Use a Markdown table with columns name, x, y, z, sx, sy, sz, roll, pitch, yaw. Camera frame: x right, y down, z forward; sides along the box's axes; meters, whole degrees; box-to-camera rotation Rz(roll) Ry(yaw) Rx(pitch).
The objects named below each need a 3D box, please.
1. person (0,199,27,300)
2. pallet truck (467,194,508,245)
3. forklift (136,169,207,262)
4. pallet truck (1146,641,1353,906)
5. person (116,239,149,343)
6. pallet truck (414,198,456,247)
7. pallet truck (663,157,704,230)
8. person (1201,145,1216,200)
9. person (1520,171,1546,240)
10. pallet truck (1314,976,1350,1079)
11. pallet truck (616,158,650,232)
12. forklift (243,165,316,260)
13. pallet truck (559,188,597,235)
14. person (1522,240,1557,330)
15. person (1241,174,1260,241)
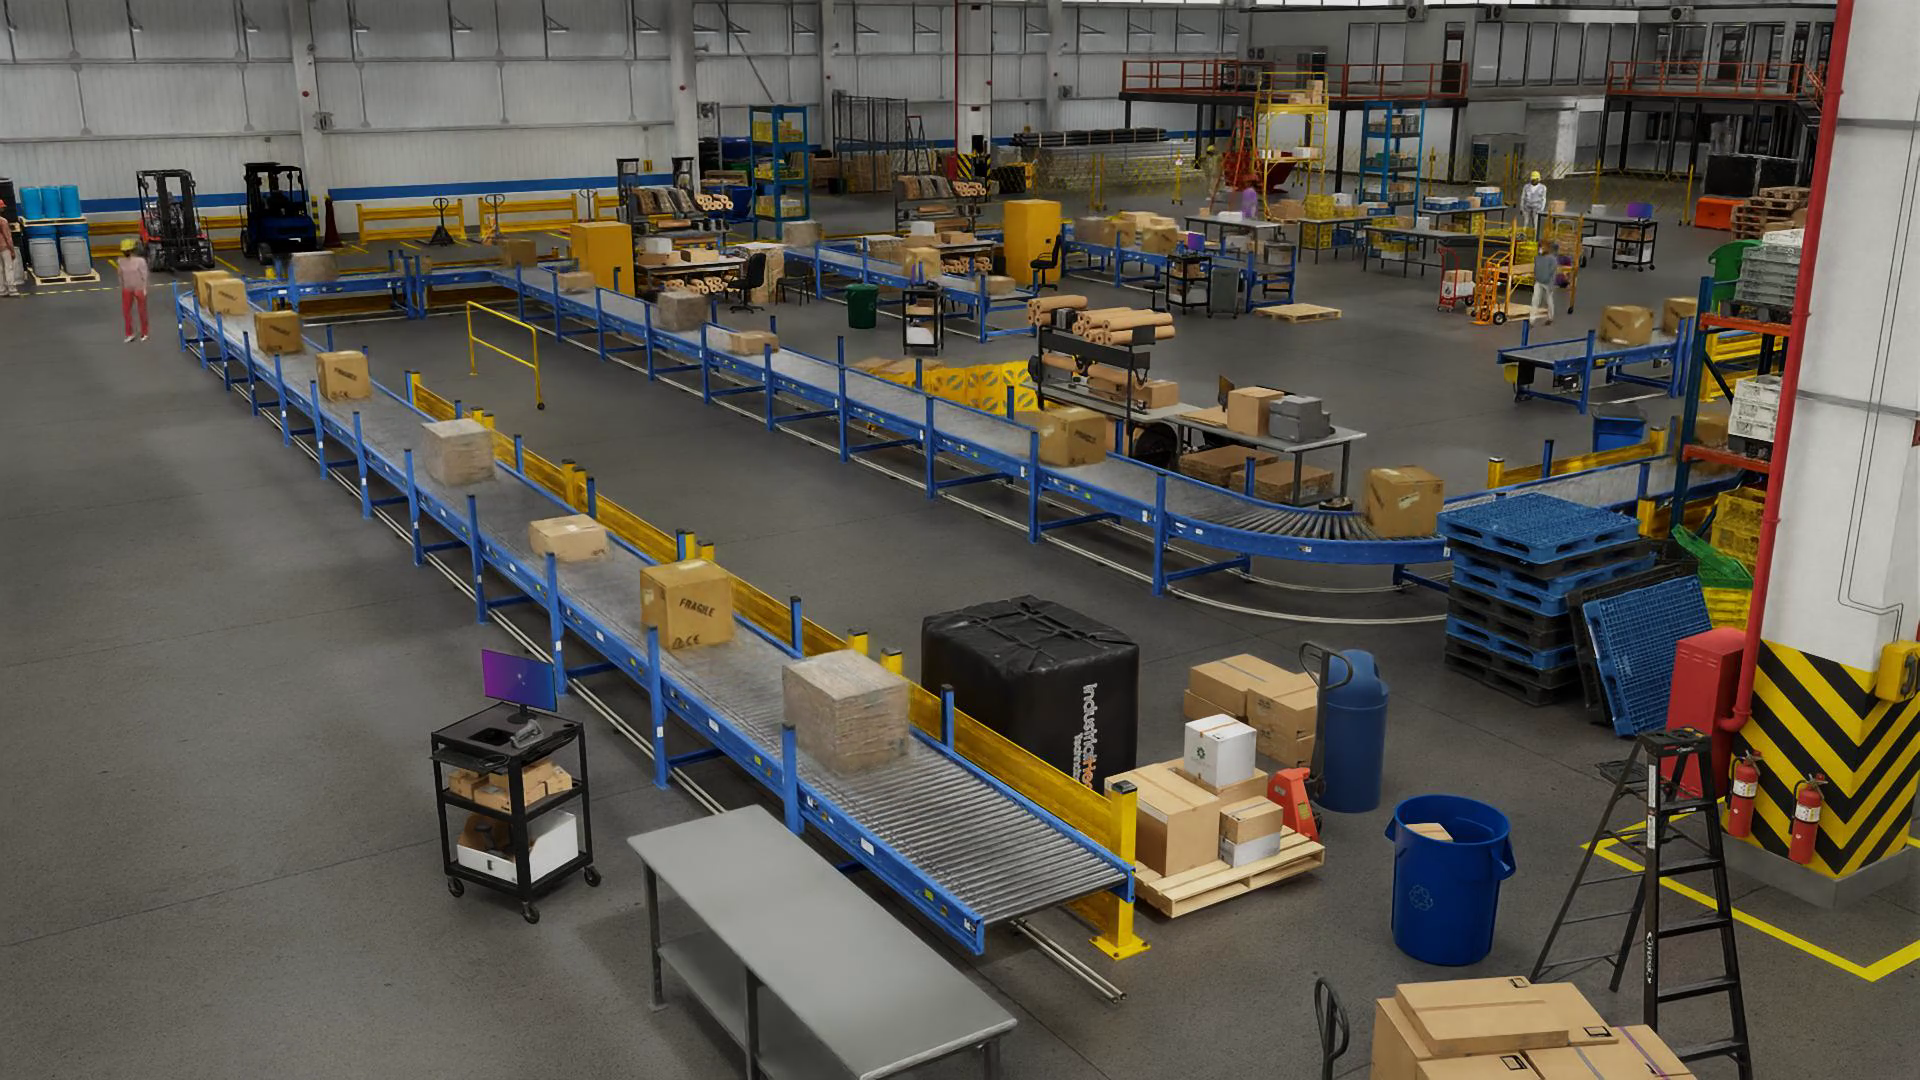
| name | x | y | z | sx | sy | sz | roll | pitch | yaw |
| --- | --- | --- | --- | --- | --- | --- | --- | --- | --- |
| person | -18.875 | -5.737 | 32.814 | 0.613 | 1.994 | 0.381 | 7 | 18 | 23 |
| pallet truck | -11.983 | -8.177 | 42.137 | 0.704 | 1.261 | 1.522 | -11 | 20 | -33 |
| forklift | -17.842 | -7.318 | 37.559 | 1.157 | 1.987 | 2.680 | -10 | 20 | -31 |
| pallet truck | 1.664 | 1.407 | 10.232 | 1.630 | 1.274 | 0.653 | -10 | 20 | -31 |
| person | -14.012 | -4.209 | 28.160 | 0.527 | 1.742 | 0.689 | -1 | 17 | -4 |
| pallet truck | -13.250 | -8.060 | 41.856 | 0.680 | 1.201 | 1.601 | -10 | 20 | -31 |
| pallet truck | -7.586 | -9.308 | 44.692 | 0.823 | 1.965 | 1.885 | -11 | 20 | -33 |
| person | 7.980 | -11.794 | 53.418 | 0.360 | 1.730 | 0.499 | -11 | 20 | -33 |
| person | 14.301 | -8.286 | 41.573 | 0.600 | 1.832 | 0.404 | 7 | 18 | 23 |
| pallet truck | 2.299 | 2.390 | 7.086 | 1.601 | 1.201 | 0.680 | -2 | 17 | -7 |
| pallet truck | -8.918 | -9.176 | 44.255 | 0.823 | 1.965 | 1.885 | -9 | 19 | -27 |
| forklift | -15.898 | -7.669 | 38.708 | 1.157 | 1.987 | 2.680 | -11 | 20 | -33 |
| pallet truck | -10.010 | -8.652 | 43.699 | 0.653 | 1.274 | 1.630 | -10 | 20 | -31 |
| person | 10.372 | -4.542 | 29.552 | 0.860 | 1.579 | 0.513 | -13 | 21 | -37 |
| person | 6.945 | -7.811 | 39.870 | 0.788 | 1.908 | 0.557 | -1 | 17 | -5 |
